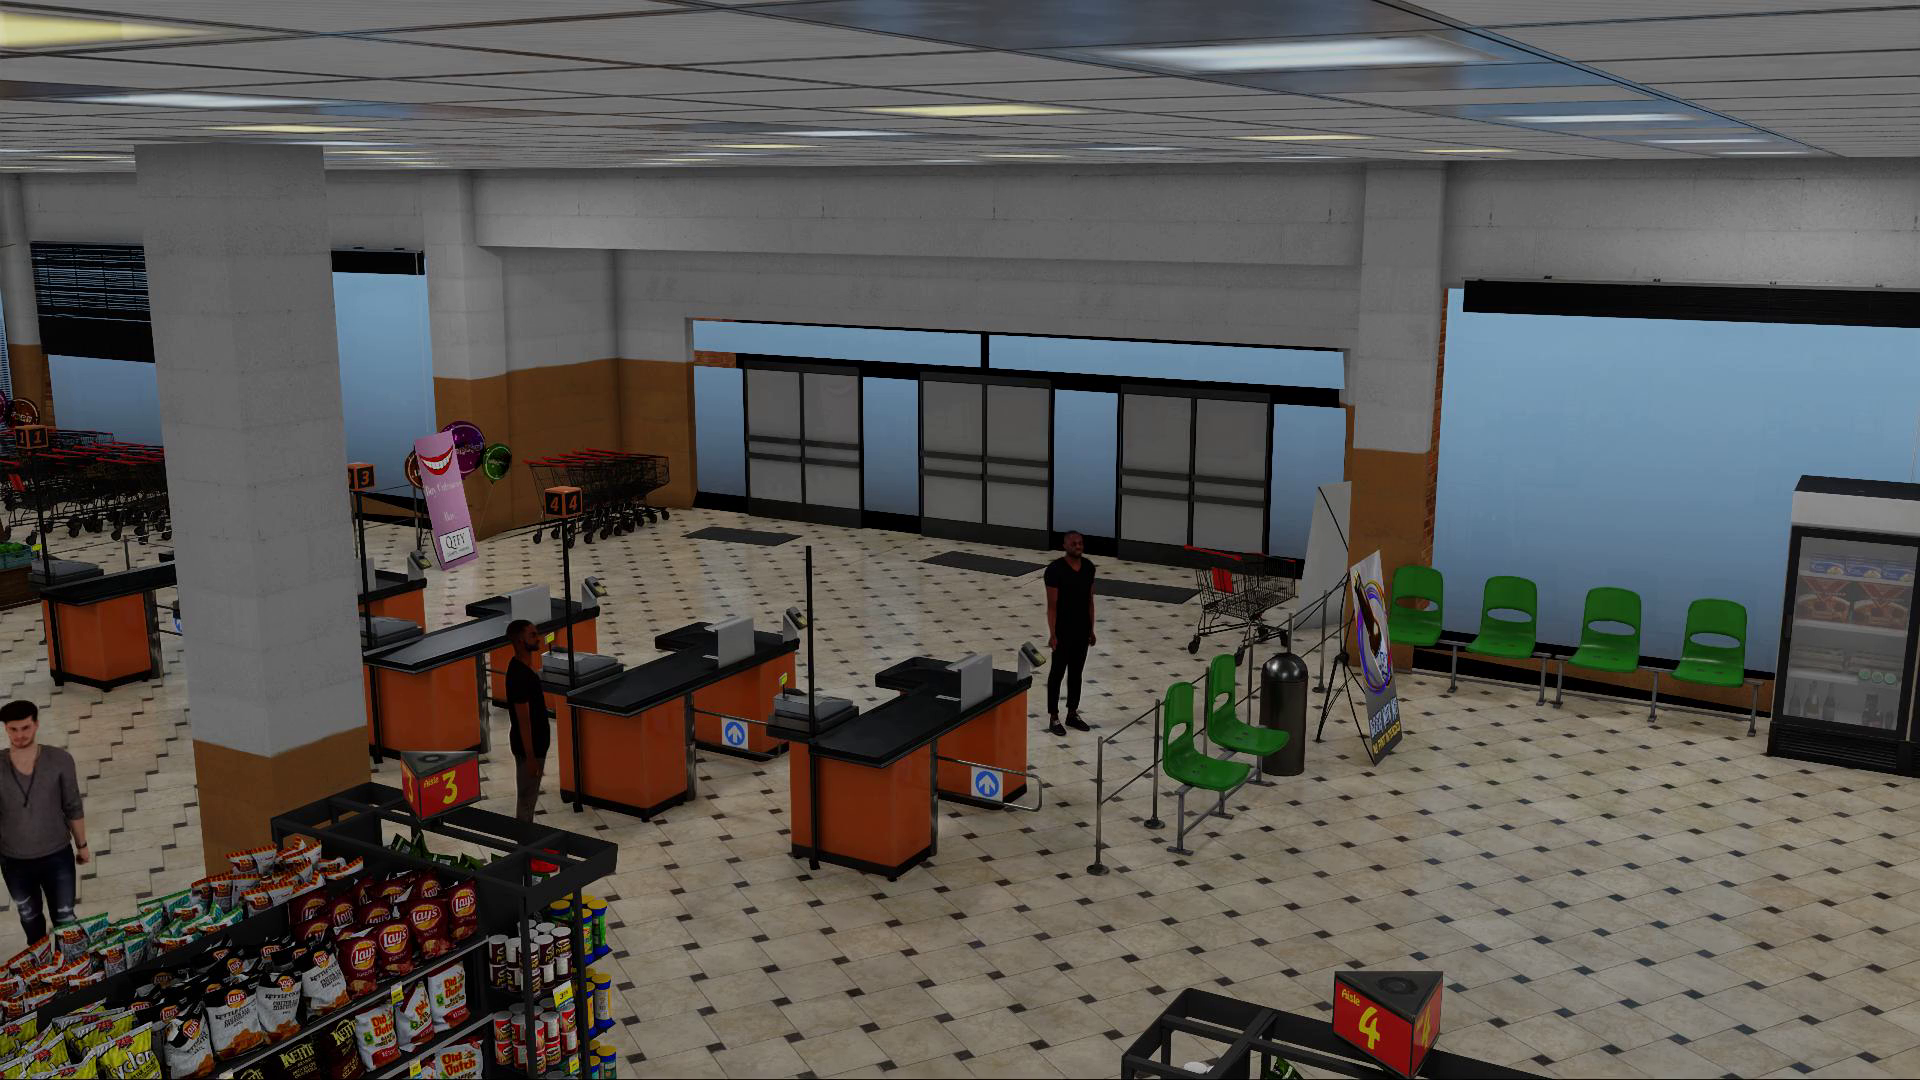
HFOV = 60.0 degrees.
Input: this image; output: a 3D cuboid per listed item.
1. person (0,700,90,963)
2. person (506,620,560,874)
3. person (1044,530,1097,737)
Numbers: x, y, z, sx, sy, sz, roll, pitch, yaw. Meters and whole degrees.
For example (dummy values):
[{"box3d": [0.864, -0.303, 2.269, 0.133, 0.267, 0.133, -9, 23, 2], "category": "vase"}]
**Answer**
[{"box3d": [-5.432, 1.830, 9.751, 1.230, 1.857, 1.203, -4, 13, -20], "category": "person"}, {"box3d": [-3.055, 1.436, 11.750, 0.774, 1.805, 0.695, -2, 12, -11], "category": "person"}, {"box3d": [0.970, 0.800, 14.736, 0.698, 1.819, 0.812, -6, 13, -28], "category": "person"}]
